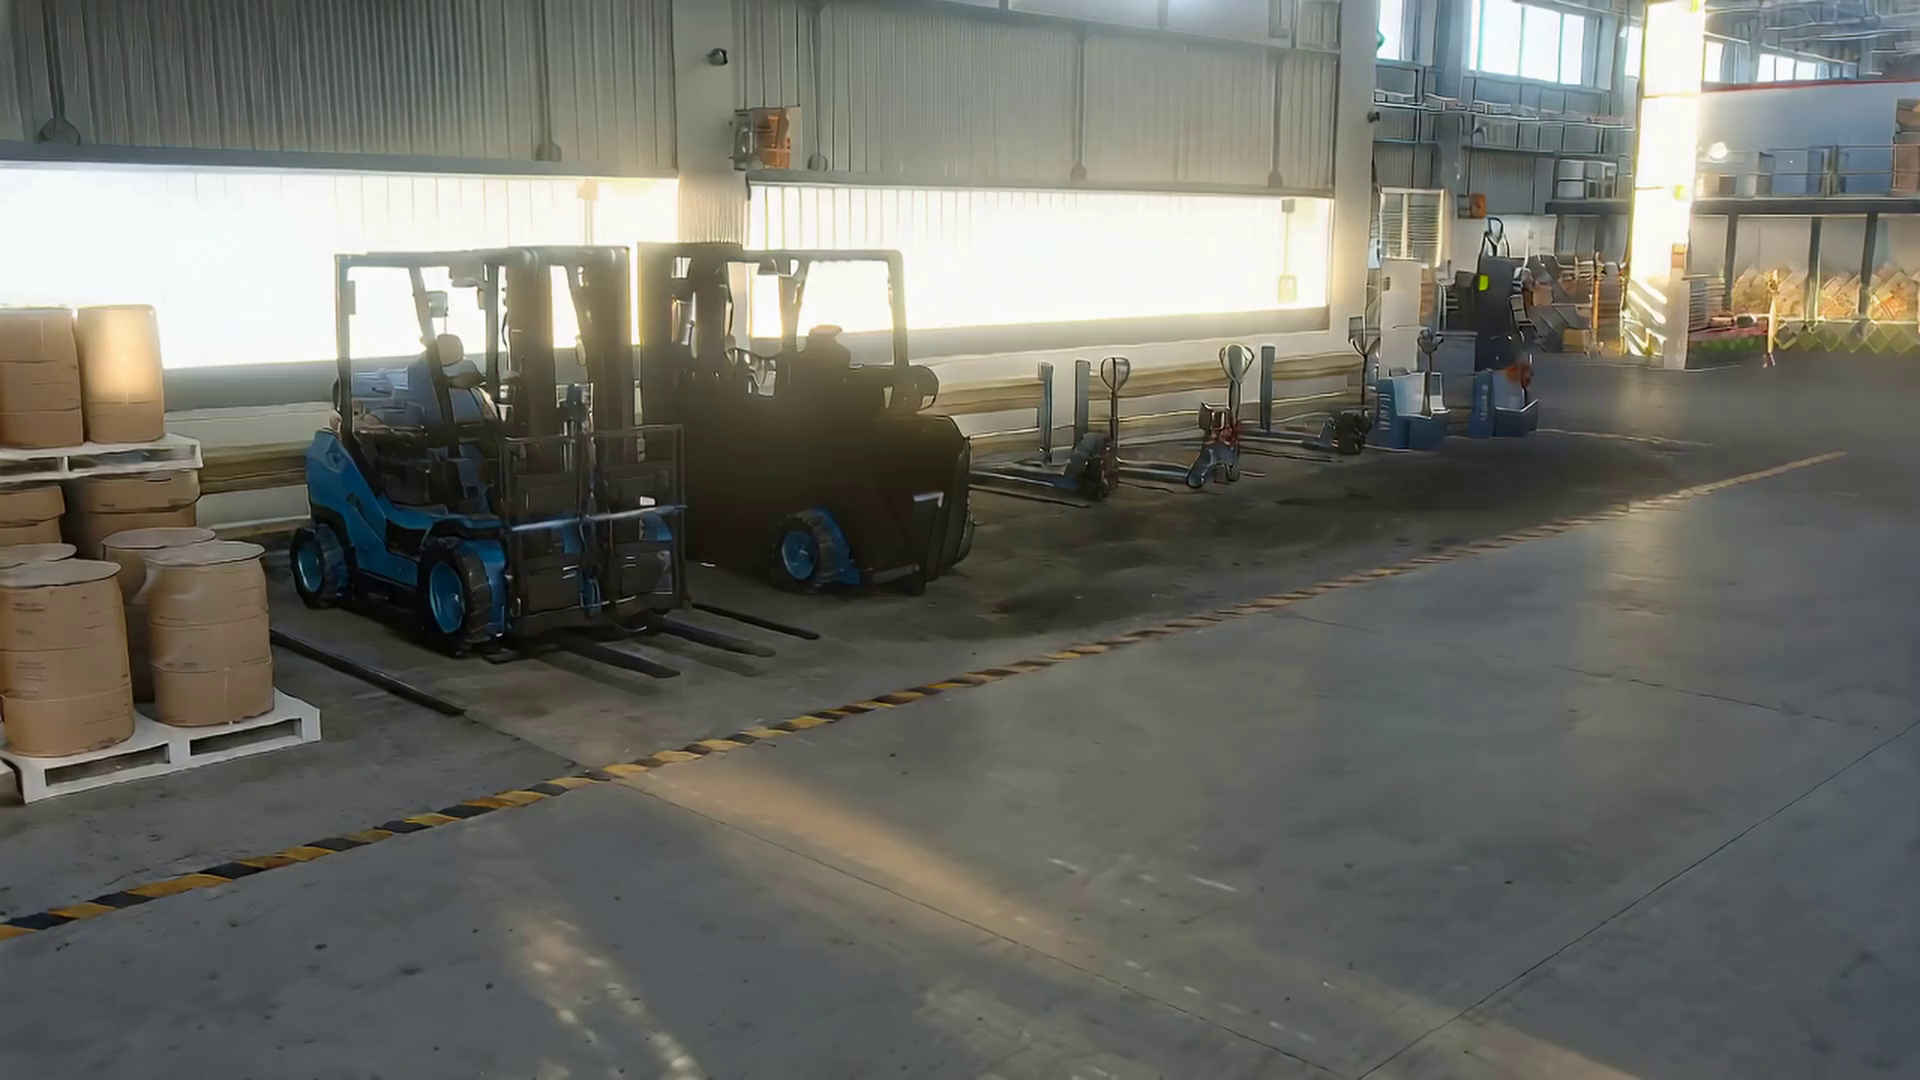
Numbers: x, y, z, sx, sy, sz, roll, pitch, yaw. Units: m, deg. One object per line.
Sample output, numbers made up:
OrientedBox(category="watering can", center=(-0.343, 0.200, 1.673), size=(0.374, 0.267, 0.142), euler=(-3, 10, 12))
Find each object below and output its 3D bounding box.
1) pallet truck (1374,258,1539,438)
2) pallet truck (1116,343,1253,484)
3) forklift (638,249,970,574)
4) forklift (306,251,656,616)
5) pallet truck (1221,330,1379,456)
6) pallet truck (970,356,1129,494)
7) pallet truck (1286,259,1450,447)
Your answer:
OrientedBox(category="pallet truck", center=(5.704, -2.208, 18.901), size=(1.885, 1.965, 0.823), euler=(10, 14, 43))
OrientedBox(category="pallet truck", center=(1.962, -1.215, 15.415), size=(1.522, 1.261, 0.704), euler=(10, 14, 43))
OrientedBox(category="forklift", center=(-1.173, -0.958, 11.239), size=(2.680, 1.987, 1.157), euler=(10, 14, 43))
OrientedBox(category="forklift", center=(-2.833, -0.669, 9.694), size=(1.157, 1.987, 2.680), euler=(-10, 14, -44))
OrientedBox(category="pallet truck", center=(3.563, -1.581, 17.381), size=(0.653, 1.274, 1.630), euler=(-10, 14, -44))
OrientedBox(category="pallet truck", center=(0.784, -1.085, 14.876), size=(0.680, 1.201, 1.601), euler=(-10, 14, -44))
OrientedBox(category="pallet truck", center=(4.493, -2.078, 18.196), size=(0.823, 1.965, 1.885), euler=(-9, 14, -40))
